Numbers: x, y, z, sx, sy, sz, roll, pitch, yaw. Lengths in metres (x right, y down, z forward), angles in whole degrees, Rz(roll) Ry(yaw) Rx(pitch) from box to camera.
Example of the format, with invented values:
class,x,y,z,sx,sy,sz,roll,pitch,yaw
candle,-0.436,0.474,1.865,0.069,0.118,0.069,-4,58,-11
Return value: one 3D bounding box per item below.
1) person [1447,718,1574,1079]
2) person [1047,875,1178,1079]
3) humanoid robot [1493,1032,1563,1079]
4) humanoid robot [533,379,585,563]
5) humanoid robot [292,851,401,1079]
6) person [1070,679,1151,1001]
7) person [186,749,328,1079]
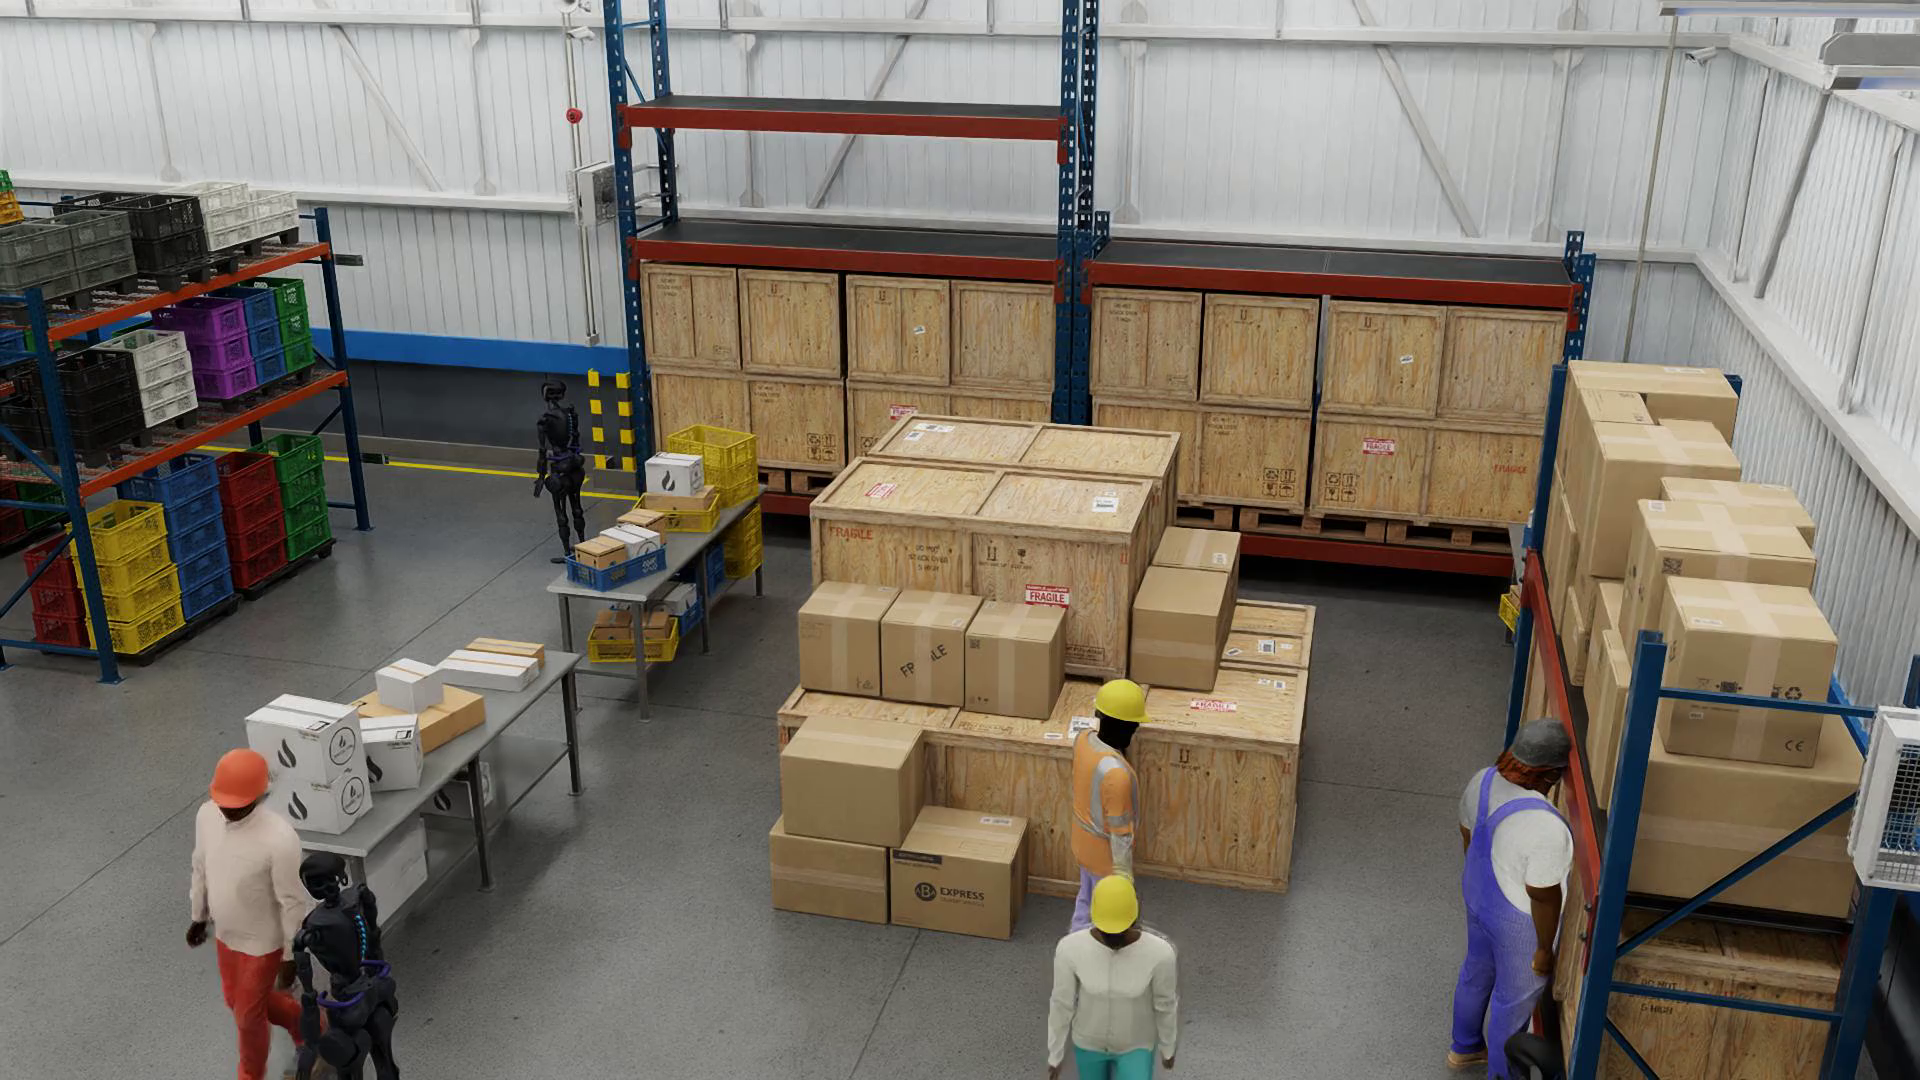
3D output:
class,x,y,z,sx,sy,sz,roll,pitch,yaw
person,2.694,1.760,7.963,0.537,2.000,0.687,-5,21,-13
person,0.640,2.224,7.148,0.545,1.736,0.675,4,21,11
humanoid robot,2.072,2.572,6.323,0.602,1.657,0.315,-19,28,-41
humanoid robot,-3.519,-0.618,14.667,0.326,1.660,0.591,9,23,21
humanoid robot,-2.746,2.131,7.482,0.315,1.654,0.602,6,22,16
person,0.763,1.601,8.551,0.378,1.916,0.585,-6,22,-15
person,-3.347,1.839,7.882,0.684,1.948,0.675,13,25,31
